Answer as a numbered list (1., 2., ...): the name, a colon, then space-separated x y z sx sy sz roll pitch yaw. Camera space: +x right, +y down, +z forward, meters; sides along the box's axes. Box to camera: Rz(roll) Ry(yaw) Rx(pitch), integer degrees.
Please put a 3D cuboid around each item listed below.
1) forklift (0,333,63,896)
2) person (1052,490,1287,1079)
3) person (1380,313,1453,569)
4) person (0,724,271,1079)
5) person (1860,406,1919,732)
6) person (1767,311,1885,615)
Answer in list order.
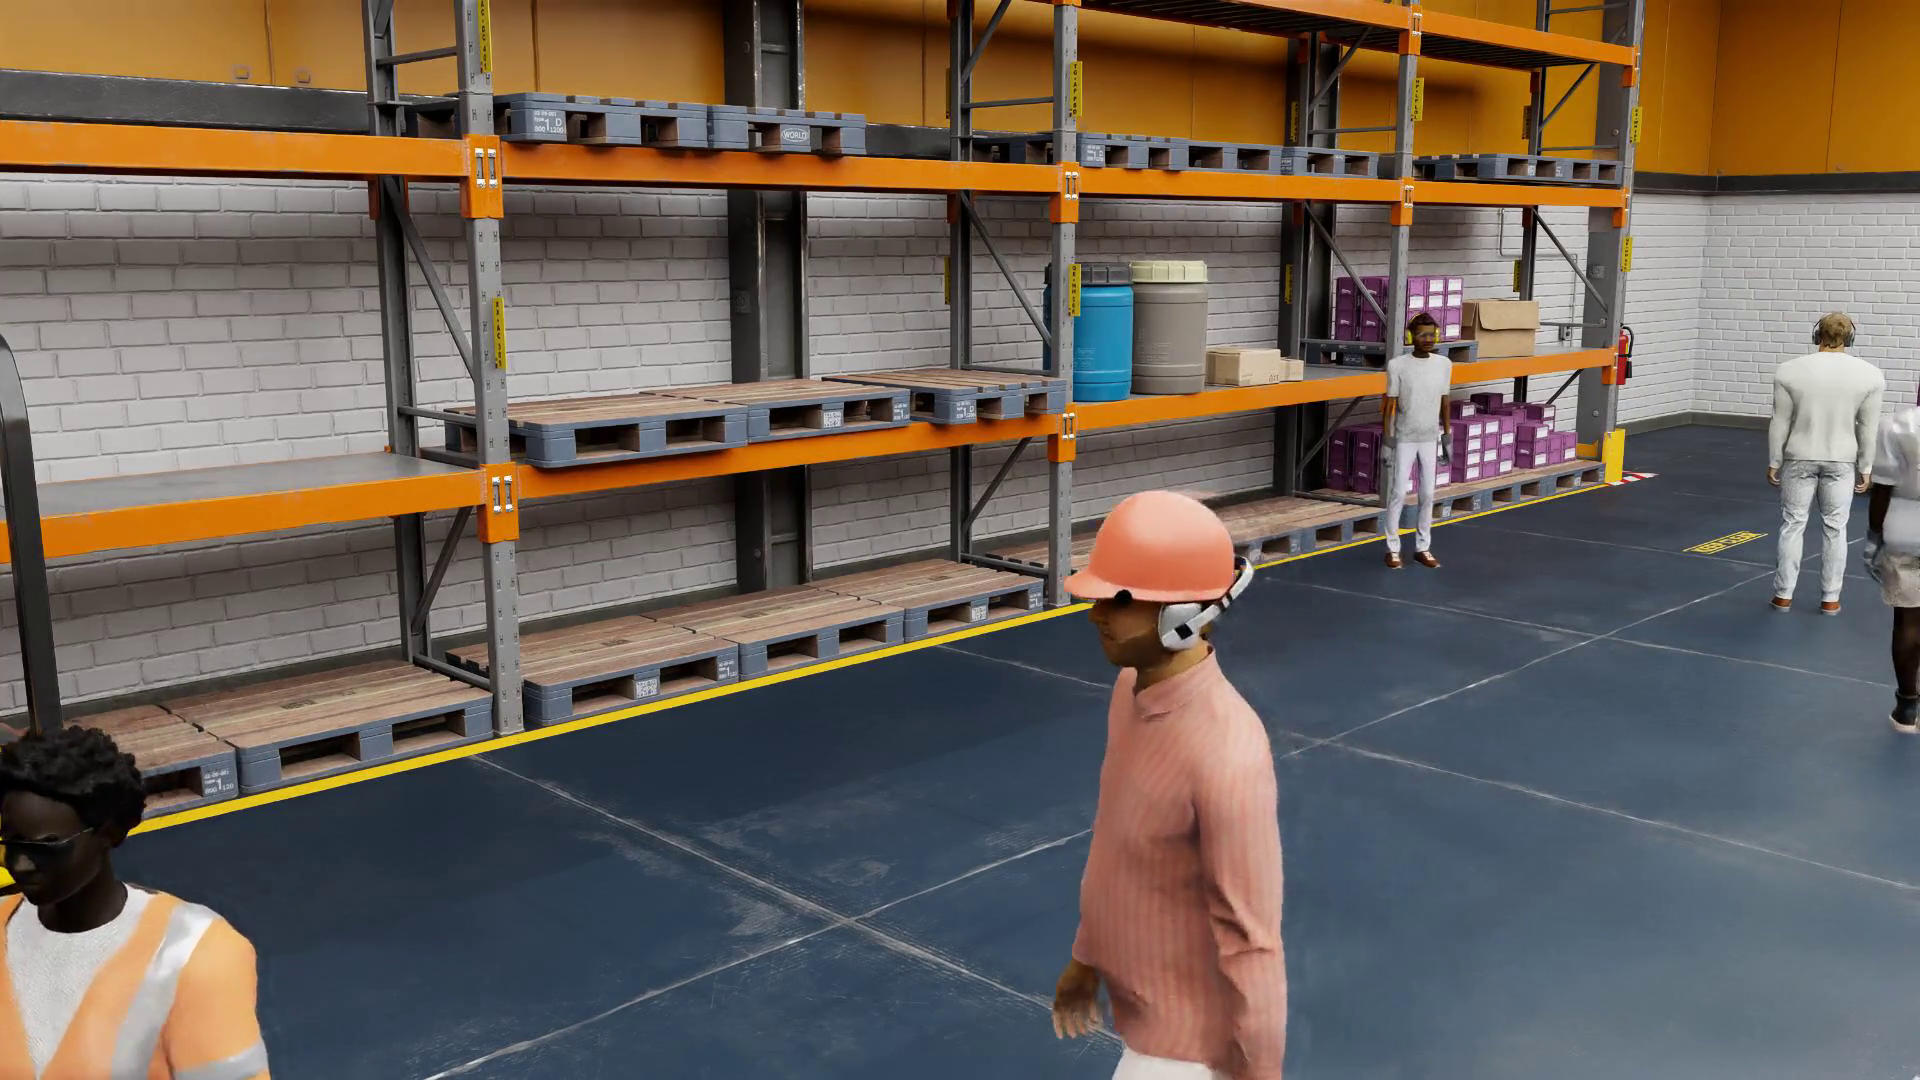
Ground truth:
1. forklift: -3.289 0.485 4.582 1.214 2.155 2.313 -10 14 -44
2. person: 0.480 0.868 3.144 0.871 1.966 0.609 -1 10 -5
3. person: 3.311 -0.713 12.036 0.538 1.860 0.327 -2 11 -10
4. person: -1.362 1.084 2.766 0.537 1.668 0.817 1 10 4
5. person: 4.643 0.000 7.899 0.613 1.946 0.572 5 11 24
6. person: 5.471 -0.481 10.571 0.627 1.936 0.361 4 11 23
